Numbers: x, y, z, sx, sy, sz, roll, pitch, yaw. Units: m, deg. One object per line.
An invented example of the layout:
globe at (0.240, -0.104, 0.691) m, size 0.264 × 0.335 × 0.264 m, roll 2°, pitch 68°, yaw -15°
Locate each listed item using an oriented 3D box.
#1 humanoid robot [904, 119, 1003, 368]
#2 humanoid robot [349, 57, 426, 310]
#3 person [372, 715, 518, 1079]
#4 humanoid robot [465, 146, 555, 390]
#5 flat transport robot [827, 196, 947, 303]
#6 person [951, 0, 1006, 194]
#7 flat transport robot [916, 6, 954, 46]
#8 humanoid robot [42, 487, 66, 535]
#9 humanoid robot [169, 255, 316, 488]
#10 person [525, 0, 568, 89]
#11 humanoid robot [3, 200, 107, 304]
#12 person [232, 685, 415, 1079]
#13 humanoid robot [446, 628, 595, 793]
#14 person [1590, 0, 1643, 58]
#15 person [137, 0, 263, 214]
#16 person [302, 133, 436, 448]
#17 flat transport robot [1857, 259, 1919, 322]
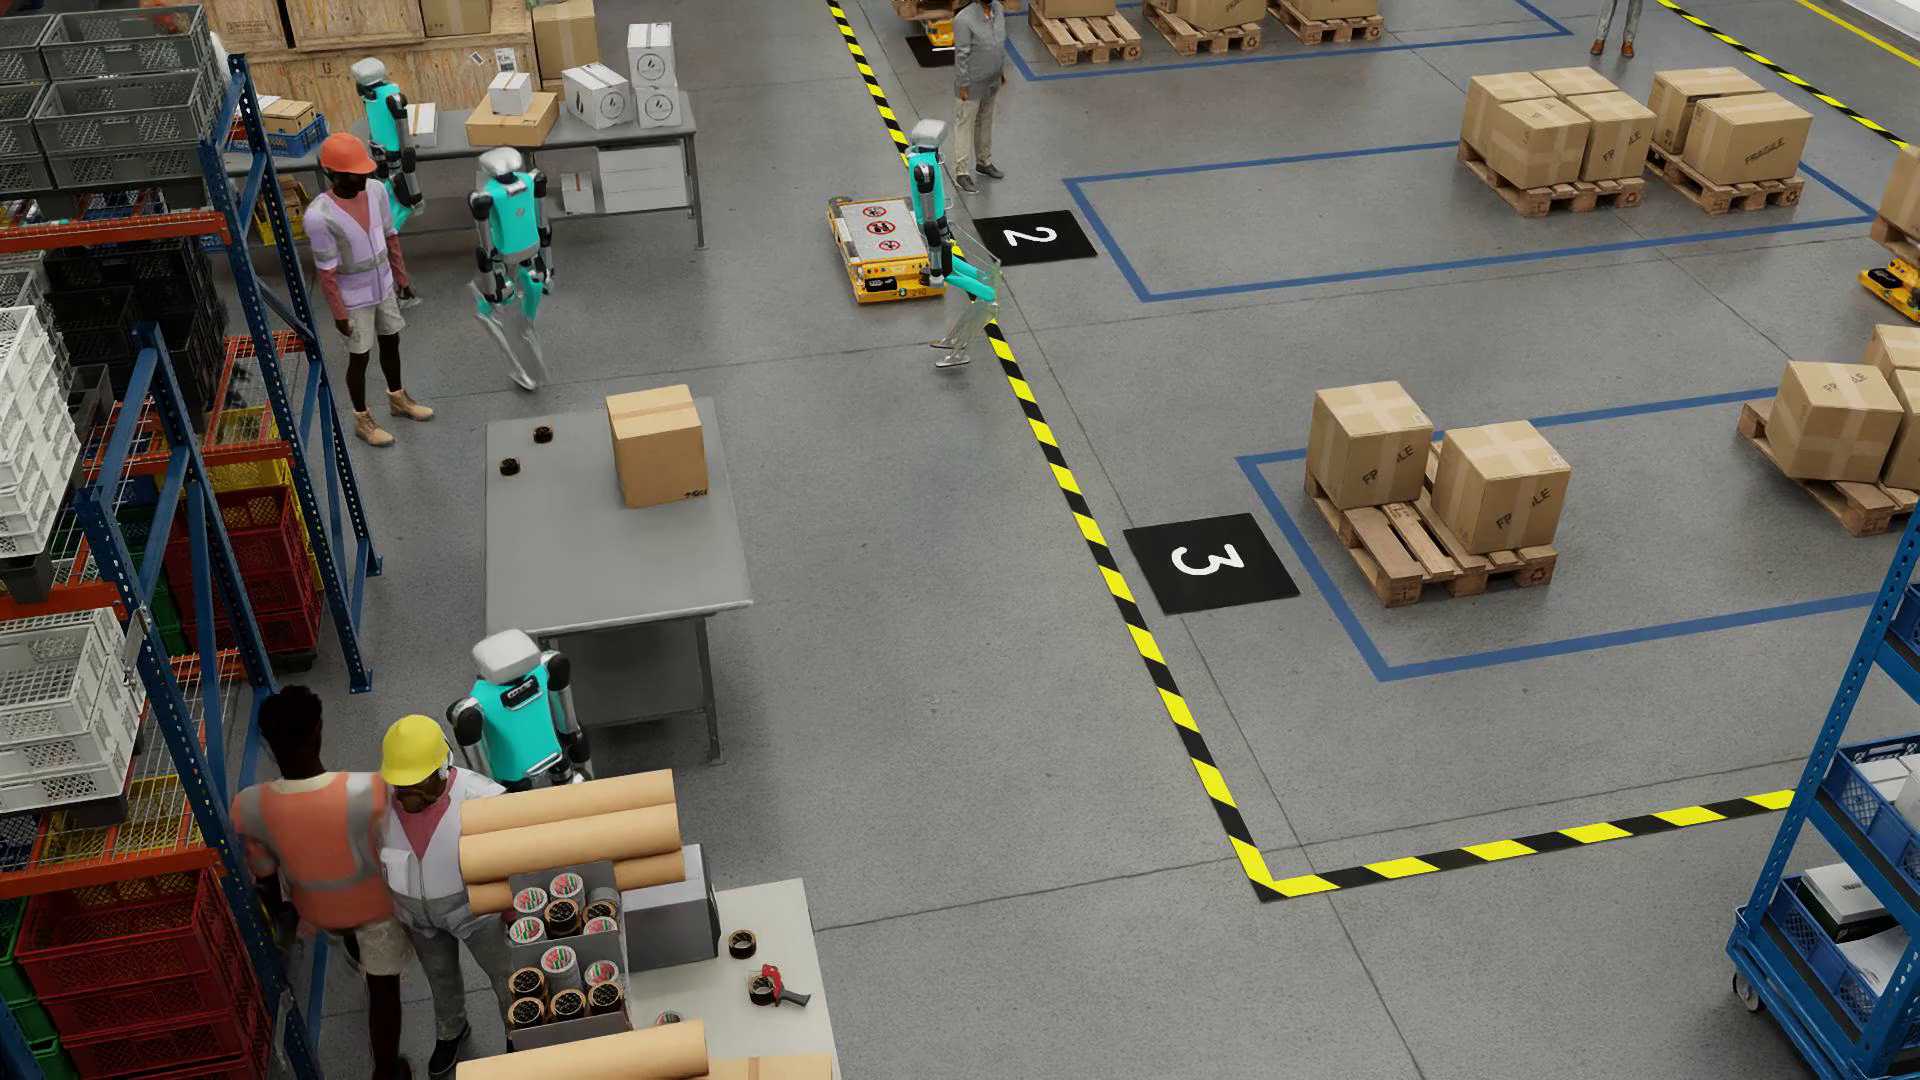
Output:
humanoid robot at (0.021, -1.909, 10.781) m, size 0.735 × 1.673 × 0.533 m, roll -2°, pitch 37°, yaw -2°
humanoid robot at (-4.047, -2.389, 11.576) m, size 0.696 × 1.842 × 0.562 m, roll -30°, pitch 46°, yaw -34°
person at (-1.959, 1.386, 6.376) m, size 0.589 × 1.837 × 0.404 m, roll 1°, pitch 37°, yaw 1°
humanoid robot at (-2.925, -1.672, 10.639) m, size 0.726 × 1.870 × 0.530 m, roll 28°, pitch 45°, yaw 33°
flat transport robot at (-0.570, -2.220, 12.538) m, size 0.659 × 0.231 × 1.431 m, roll -8°, pitch 37°, yaw -10°
person at (0.146, -3.677, 13.237) m, size 0.395 × 1.769 × 0.561 m, roll 26°, pitch 44°, yaw 31°
flat transport robot at (-0.090, -5.294, 16.646) m, size 0.652 × 0.197 × 1.431 m, roll -8°, pitch 37°, yaw -10°
humanoid robot at (-5.343, -0.649, 9.249) m, size 0.541 × 1.640 × 0.591 m, roll -29°, pitch 45°, yaw -33°
humanoid robot at (-4.258, -0.929, 9.630) m, size 0.647 × 1.635 × 0.602 m, roll -6°, pitch 37°, yaw -7°
person at (-3.476, -4.578, 14.311) m, size 0.411 × 1.939 × 0.602 m, roll 22°, pitch 42°, yaw 27°
humanoid robot at (-5.565, -1.322, 10.180) m, size 0.782 × 1.883 × 0.536 m, roll 18°, pitch 40°, yaw 23°
person at (-2.339, 1.321, 6.402) m, size 0.613 × 1.916 × 0.985 m, roll -1°, pitch 37°, yaw -2°
humanoid robot at (-1.569, 1.178, 6.695) m, size 0.726 × 1.732 × 0.533 m, roll 27°, pitch 45°, yaw 32°
person at (6.331, -5.479, 15.566) m, size 0.586 × 1.884 × 0.359 m, roll 10°, pitch 38°, yaw 13°
person at (-5.638, -3.145, 12.466) m, size 0.664 × 1.837 × 0.409 m, roll -27°, pitch 44°, yaw -32°
person at (-3.592, -1.514, 10.125) m, size 0.448 × 2.030 × 0.616 m, roll 19°, pitch 41°, yaw 23°
flat transport robot at (7.373, -1.894, 12.076) m, size 1.431 × 0.197 × 0.652 m, roll -8°, pitch 37°, yaw -10°
